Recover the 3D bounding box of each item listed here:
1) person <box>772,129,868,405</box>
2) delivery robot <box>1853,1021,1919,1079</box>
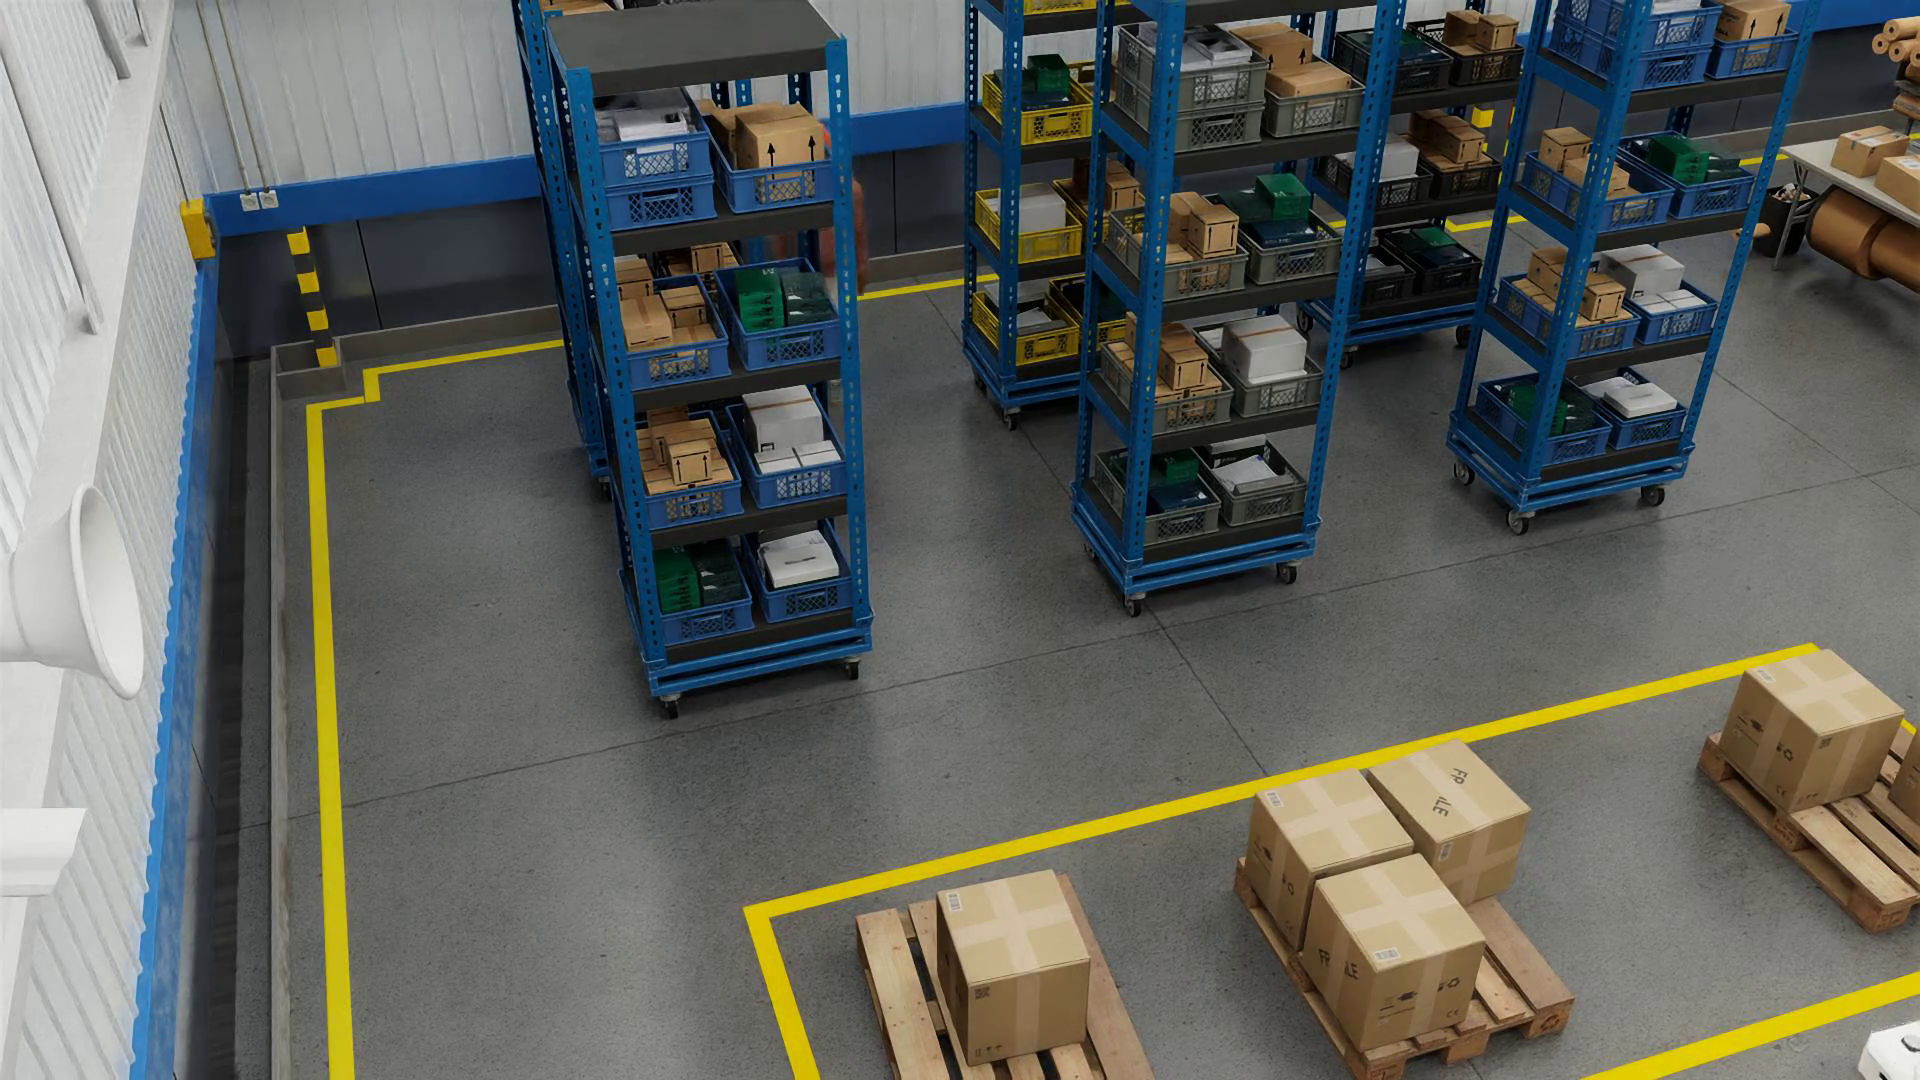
[{"bbox_3d":[-0.936,-1.854,11.183,0.653,1.982,0.550,0,35,0],"label":"person"},{"bbox_3d":[3.887,2.245,6.525,0.477,0.478,0.707,-9,36,-13],"label":"delivery robot"}]
